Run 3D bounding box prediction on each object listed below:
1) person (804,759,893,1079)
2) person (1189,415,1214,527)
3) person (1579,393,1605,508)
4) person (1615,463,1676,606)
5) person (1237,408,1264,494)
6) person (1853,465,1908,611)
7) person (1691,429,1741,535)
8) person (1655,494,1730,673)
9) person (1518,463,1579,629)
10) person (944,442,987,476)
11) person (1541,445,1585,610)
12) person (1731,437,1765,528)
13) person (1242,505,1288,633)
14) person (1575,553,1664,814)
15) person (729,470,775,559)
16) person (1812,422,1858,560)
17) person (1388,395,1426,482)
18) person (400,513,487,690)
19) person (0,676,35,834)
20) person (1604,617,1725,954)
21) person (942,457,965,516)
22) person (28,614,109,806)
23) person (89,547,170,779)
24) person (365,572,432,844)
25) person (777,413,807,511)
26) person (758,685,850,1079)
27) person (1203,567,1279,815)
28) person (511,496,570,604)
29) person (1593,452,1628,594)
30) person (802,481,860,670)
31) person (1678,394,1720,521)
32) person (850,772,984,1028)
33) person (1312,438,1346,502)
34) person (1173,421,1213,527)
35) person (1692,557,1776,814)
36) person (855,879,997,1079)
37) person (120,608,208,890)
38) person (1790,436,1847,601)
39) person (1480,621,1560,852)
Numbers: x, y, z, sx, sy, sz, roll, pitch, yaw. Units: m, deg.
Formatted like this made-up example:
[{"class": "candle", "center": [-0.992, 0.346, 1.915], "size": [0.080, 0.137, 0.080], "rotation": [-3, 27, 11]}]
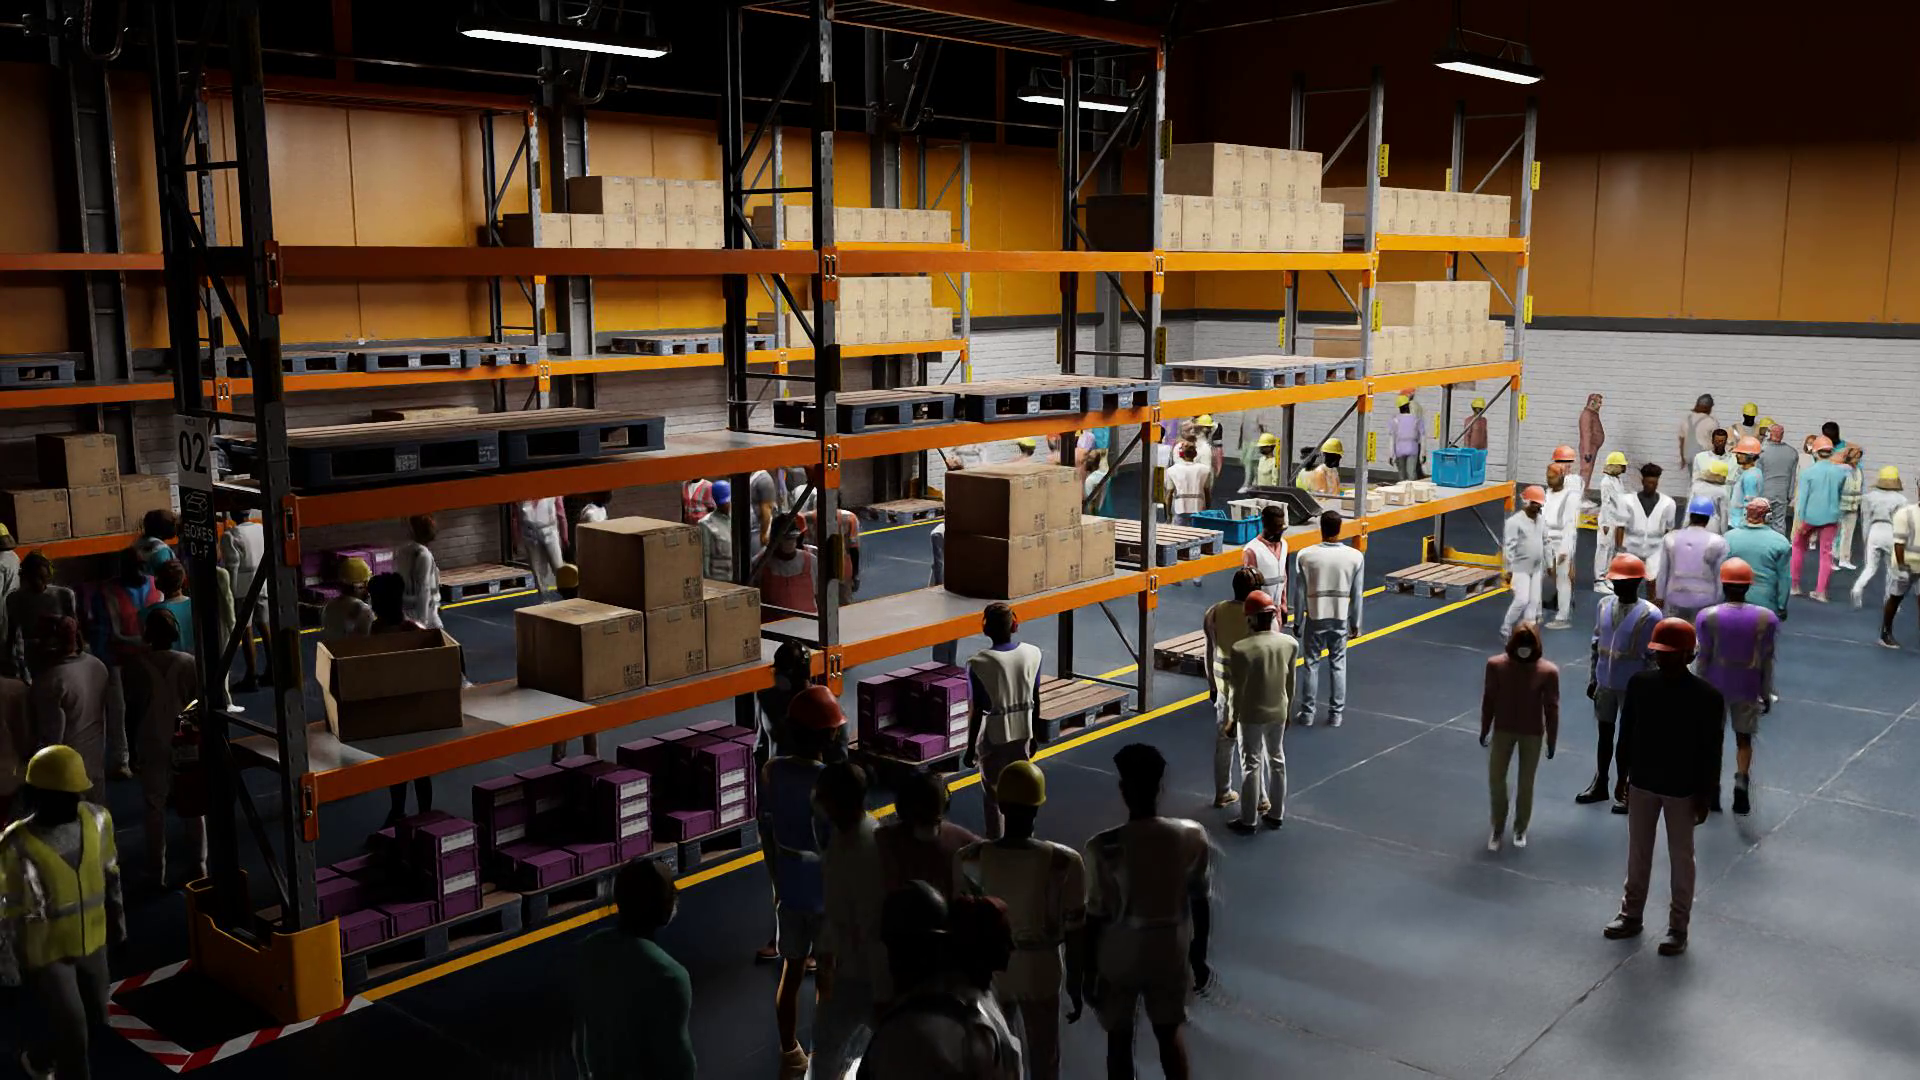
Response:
[{"class": "person", "center": [-0.502, 1.893, 7.459], "size": [1.040, 1.881, 0.658], "rotation": [-1, 10, -7]}, {"class": "person", "center": [3.688, -1.020, 25.193], "size": [0.326, 1.767, 0.533], "rotation": [7, 12, 35]}, {"class": "person", "center": [10.438, -1.477, 27.521], "size": [0.409, 1.904, 0.640], "rotation": [4, 10, 24]}, {"class": "person", "center": [7.384, 0.121, 17.960], "size": [0.609, 1.911, 1.026], "rotation": [3, 10, 18]}, {"class": "person", "center": [5.138, -1.742, 29.256], "size": [0.574, 1.842, 0.551], "rotation": [-7, 12, -37]}, {"class": "person", "center": [10.679, -0.002, 19.269], "size": [0.581, 1.723, 0.514], "rotation": [-7, 12, -35]}, {"class": "person", "center": [9.797, -0.494, 21.598], "size": [0.593, 1.920, 0.391], "rotation": [2, 10, 11]}, {"class": "person", "center": [6.749, 0.543, 15.381], "size": [0.604, 1.931, 0.571], "rotation": [9, 13, 42]}, {"class": "person", "center": [6.505, 0.081, 18.348], "size": [0.674, 1.865, 0.580], "rotation": [-4, 10, -21]}, {"class": "person", "center": [0.045, -1.101, 25.263], "size": [0.622, 1.893, 0.828], "rotation": [5, 11, 25]}, {"class": "person", "center": [7.029, -0.146, 19.469], "size": [0.551, 1.934, 0.373], "rotation": [-7, 12, -36]}, {"class": "person", "center": [9.119, -0.184, 19.366], "size": [0.364, 2.048, 0.608], "rotation": [5, 11, 26]}, {"class": "person", "center": [2.742, 0.625, 14.966], "size": [0.412, 1.907, 0.596], "rotation": [9, 13, 42]}, {"class": "person", "center": [4.888, 1.051, 12.313], "size": [0.361, 1.939, 0.542], "rotation": [-6, 11, -33]}, {"class": "person", "center": [-2.474, -0.159, 19.237], "size": [0.535, 2.000, 0.689], "rotation": [-9, 13, -44]}, {"class": "person", "center": [11.951, -0.675, 22.825], "size": [0.727, 1.872, 0.626], "rotation": [-6, 11, -32]}, {"class": "person", "center": [7.382, -1.461, 27.493], "size": [0.627, 1.875, 0.931], "rotation": [2, 10, 13]}, {"class": "person", "center": [-4.809, 0.653, 15.029], "size": [1.004, 1.826, 0.572], "rotation": [-8, 12, -40]}, {"class": "person", "center": [-5.842, 1.448, 9.909], "size": [0.925, 1.956, 0.625], "rotation": [9, 13, 44]}, {"class": "person", "center": [4.173, 1.434, 9.860], "size": [0.376, 1.995, 0.612], "rotation": [-8, 13, -41]}, {"class": "person", "center": [-0.050, -0.233, 20.874], "size": [0.311, 1.640, 0.513], "rotation": [-5, 11, -27]}, {"class": "person", "center": [-5.555, 1.394, 10.349], "size": [0.409, 1.913, 0.651], "rotation": [0, 10, 1]}, {"class": "person", "center": [-6.523, 0.955, 13.185], "size": [0.644, 1.840, 0.430], "rotation": [-7, 12, -38]}, {"class": "person", "center": [-3.884, 1.177, 11.502], "size": [0.600, 1.959, 0.376], "rotation": [6, 11, 34]}, {"class": "person", "center": [-2.189, -0.743, 22.739], "size": [0.641, 2.030, 0.537], "rotation": [0, 10, 3]}, {"class": "person", "center": [-0.700, 1.706, 8.093], "size": [0.607, 2.044, 0.376], "rotation": [8, 12, 39]}, {"class": "person", "center": [2.106, 1.105, 12.278], "size": [0.633, 1.843, 0.429], "rotation": [8, 13, 41]}, {"class": "person", "center": [-4.847, -0.022, 19.173], "size": [0.639, 1.788, 0.429], "rotation": [-1, 10, -5]}, {"class": "person", "center": [8.031, -0.221, 20.487], "size": [0.297, 1.745, 0.484], "rotation": [7, 12, 38]}, {"class": "person", "center": [-1.290, 0.324, 16.570], "size": [0.602, 1.967, 0.366], "rotation": [1, 10, 4]}, {"class": "person", "center": [11.760, -1.332, 26.238], "size": [0.882, 2.000, 0.690], "rotation": [-4, 10, -20]}, {"class": "person", "center": [-0.170, 1.891, 7.431], "size": [0.679, 1.905, 0.737], "rotation": [0, 10, -3]}, {"class": "person", "center": [4.516, -0.297, 20.444], "size": [0.409, 1.918, 0.584], "rotation": [5, 11, 27]}, {"class": "person", "center": [3.176, -0.688, 22.892], "size": [0.709, 1.873, 0.649], "rotation": [8, 13, 41]}, {"class": "person", "center": [5.644, 1.086, 12.157], "size": [0.568, 1.922, 0.585], "rotation": [3, 10, 18]}, {"class": "person", "center": [-0.047, 2.111, 5.682], "size": [1.039, 2.000, 0.727], "rotation": [2, 10, 14]}, {"class": "person", "center": [-5.150, 1.351, 10.835], "size": [0.501, 1.841, 0.350], "rotation": [-5, 11, -28]}, {"class": "person", "center": [10.359, -0.275, 20.156], "size": [0.603, 1.958, 0.799], "rotation": [0, 10, 3]}, {"class": "person", "center": [3.845, 1.356, 11.449], "size": [0.523, 1.610, 0.562], "rotation": [4, 10, 24]}]
